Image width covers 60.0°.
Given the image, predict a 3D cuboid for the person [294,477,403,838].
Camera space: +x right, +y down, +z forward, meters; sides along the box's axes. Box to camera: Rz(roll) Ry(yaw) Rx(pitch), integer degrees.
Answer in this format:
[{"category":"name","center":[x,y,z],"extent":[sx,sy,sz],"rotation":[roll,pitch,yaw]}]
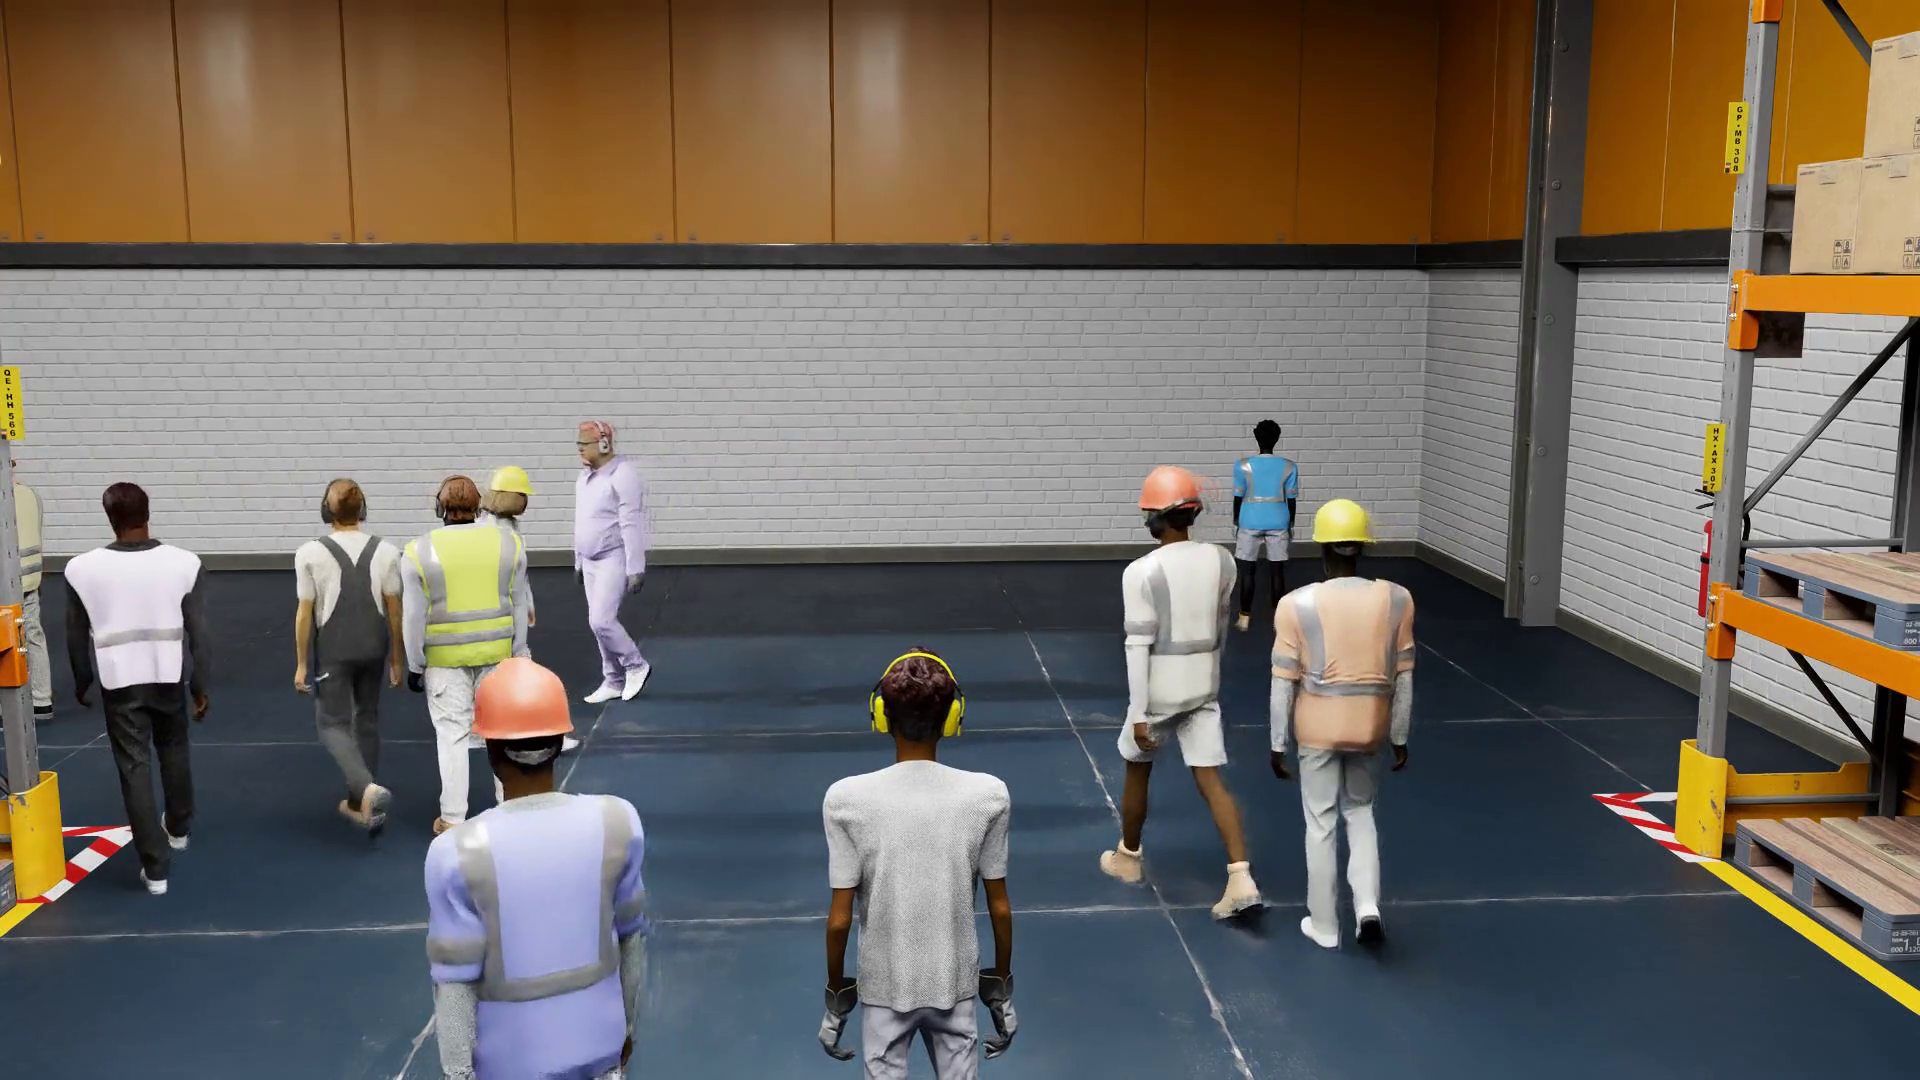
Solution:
[{"category":"person","center":[-3.045,0.601,8.361],"extent":[0.533,1.831,0.685],"rotation":[-7,11,-37]}]

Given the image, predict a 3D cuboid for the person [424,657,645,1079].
[{"category":"person","center":[-1.055,1.230,4.131],"extent":[0.548,1.909,0.739],"rotation":[-5,10,-28]}]

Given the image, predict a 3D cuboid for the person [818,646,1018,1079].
[{"category":"person","center":[-0.111,1.208,4.411],"extent":[0.532,1.868,0.310],"rotation":[-1,9,-8]}]

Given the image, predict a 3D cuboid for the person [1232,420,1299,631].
[{"category":"person","center":[2.425,-0.110,13.248],"extent":[0.530,1.691,0.318],"rotation":[0,9,1]}]

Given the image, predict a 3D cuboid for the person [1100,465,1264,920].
[{"category":"person","center":[1.001,0.671,7.404],"extent":[0.606,2.004,1.029],"rotation":[-4,10,-25]}]

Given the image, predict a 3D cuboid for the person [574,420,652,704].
[{"category":"person","center":[-2.344,0.159,10.922],"extent":[0.430,1.890,0.683],"rotation":[-8,12,-41]}]

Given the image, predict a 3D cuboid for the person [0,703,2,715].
[{"category":"person","center":[-6.239,0.200,10.495],"extent":[0.643,1.944,0.822],"rotation":[7,12,38]}]

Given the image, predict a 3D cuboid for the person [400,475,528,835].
[{"category":"person","center":[-2.487,0.590,8.377],"extent":[0.623,1.844,0.430],"rotation":[-5,11,-31]}]

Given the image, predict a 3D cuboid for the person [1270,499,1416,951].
[{"category":"person","center":[1.573,0.782,6.923],"extent":[0.605,1.916,0.420],"rotation":[-1,9,-8]}]

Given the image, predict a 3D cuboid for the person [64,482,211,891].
[{"category":"person","center":[-3.897,0.657,7.896],"extent":[0.582,1.869,0.936],"rotation":[-6,11,-34]}]

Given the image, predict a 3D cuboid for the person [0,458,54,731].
[{"category":"person","center":[-5.959,0.276,10.386],"extent":[0.403,1.827,0.599],"rotation":[1,9,3]}]

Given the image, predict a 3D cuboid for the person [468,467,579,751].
[{"category":"person","center":[-2.593,0.421,9.843],"extent":[0.825,1.699,0.503],"rotation":[0,9,2]}]
